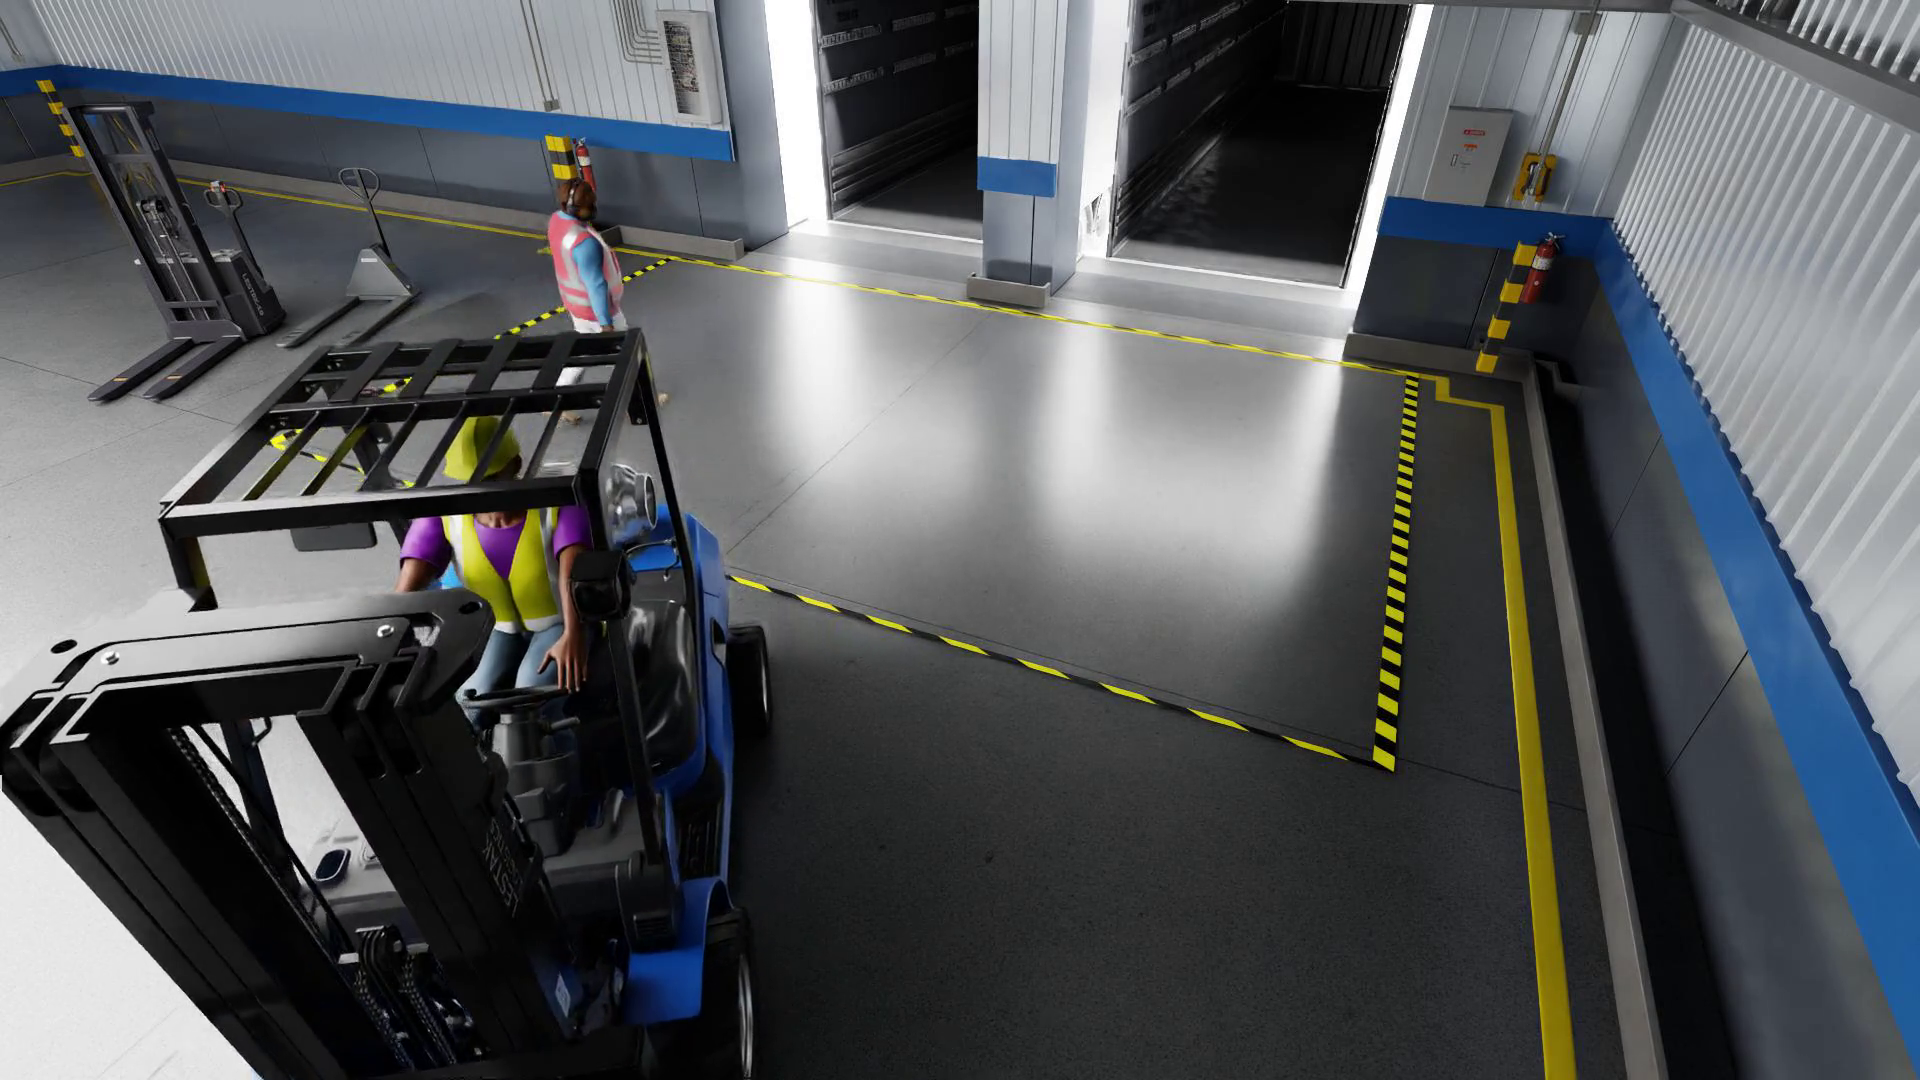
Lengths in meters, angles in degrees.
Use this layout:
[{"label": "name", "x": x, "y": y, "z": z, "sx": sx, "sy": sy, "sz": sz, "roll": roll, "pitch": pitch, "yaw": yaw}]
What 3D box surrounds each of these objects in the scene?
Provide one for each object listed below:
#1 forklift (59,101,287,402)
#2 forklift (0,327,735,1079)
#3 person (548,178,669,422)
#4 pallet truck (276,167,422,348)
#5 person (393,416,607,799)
[{"label": "forklift", "x": -6.686, "y": -2.387, "z": 7.434, "sx": 0.823, "sy": 1.965, "sz": 1.885, "roll": -3, "pitch": 35, "yaw": -5}, {"label": "forklift", "x": -1.453, "y": 0.467, "z": 3.042, "sx": 1.157, "sy": 2.036, "sz": 2.680, "roll": -5, "pitch": 35, "yaw": -7}, {"label": "person", "x": -2.685, "y": -1.677, "z": 6.608, "sx": 0.910, "sy": 1.787, "sz": 0.649, "roll": -25, "pitch": 42, "yaw": -31}, {"label": "pallet truck", "x": -5.732, "y": -2.611, "z": 8.414, "sx": 0.680, "sy": 1.201, "sz": 1.601, "roll": -1, "pitch": 35, "yaw": -1}, {"label": "person", "x": -1.451, "y": 0.348, "z": 2.886, "sx": 0.635, "sy": 1.294, "sz": 1.004, "roll": -5, "pitch": 35, "yaw": -7}]
